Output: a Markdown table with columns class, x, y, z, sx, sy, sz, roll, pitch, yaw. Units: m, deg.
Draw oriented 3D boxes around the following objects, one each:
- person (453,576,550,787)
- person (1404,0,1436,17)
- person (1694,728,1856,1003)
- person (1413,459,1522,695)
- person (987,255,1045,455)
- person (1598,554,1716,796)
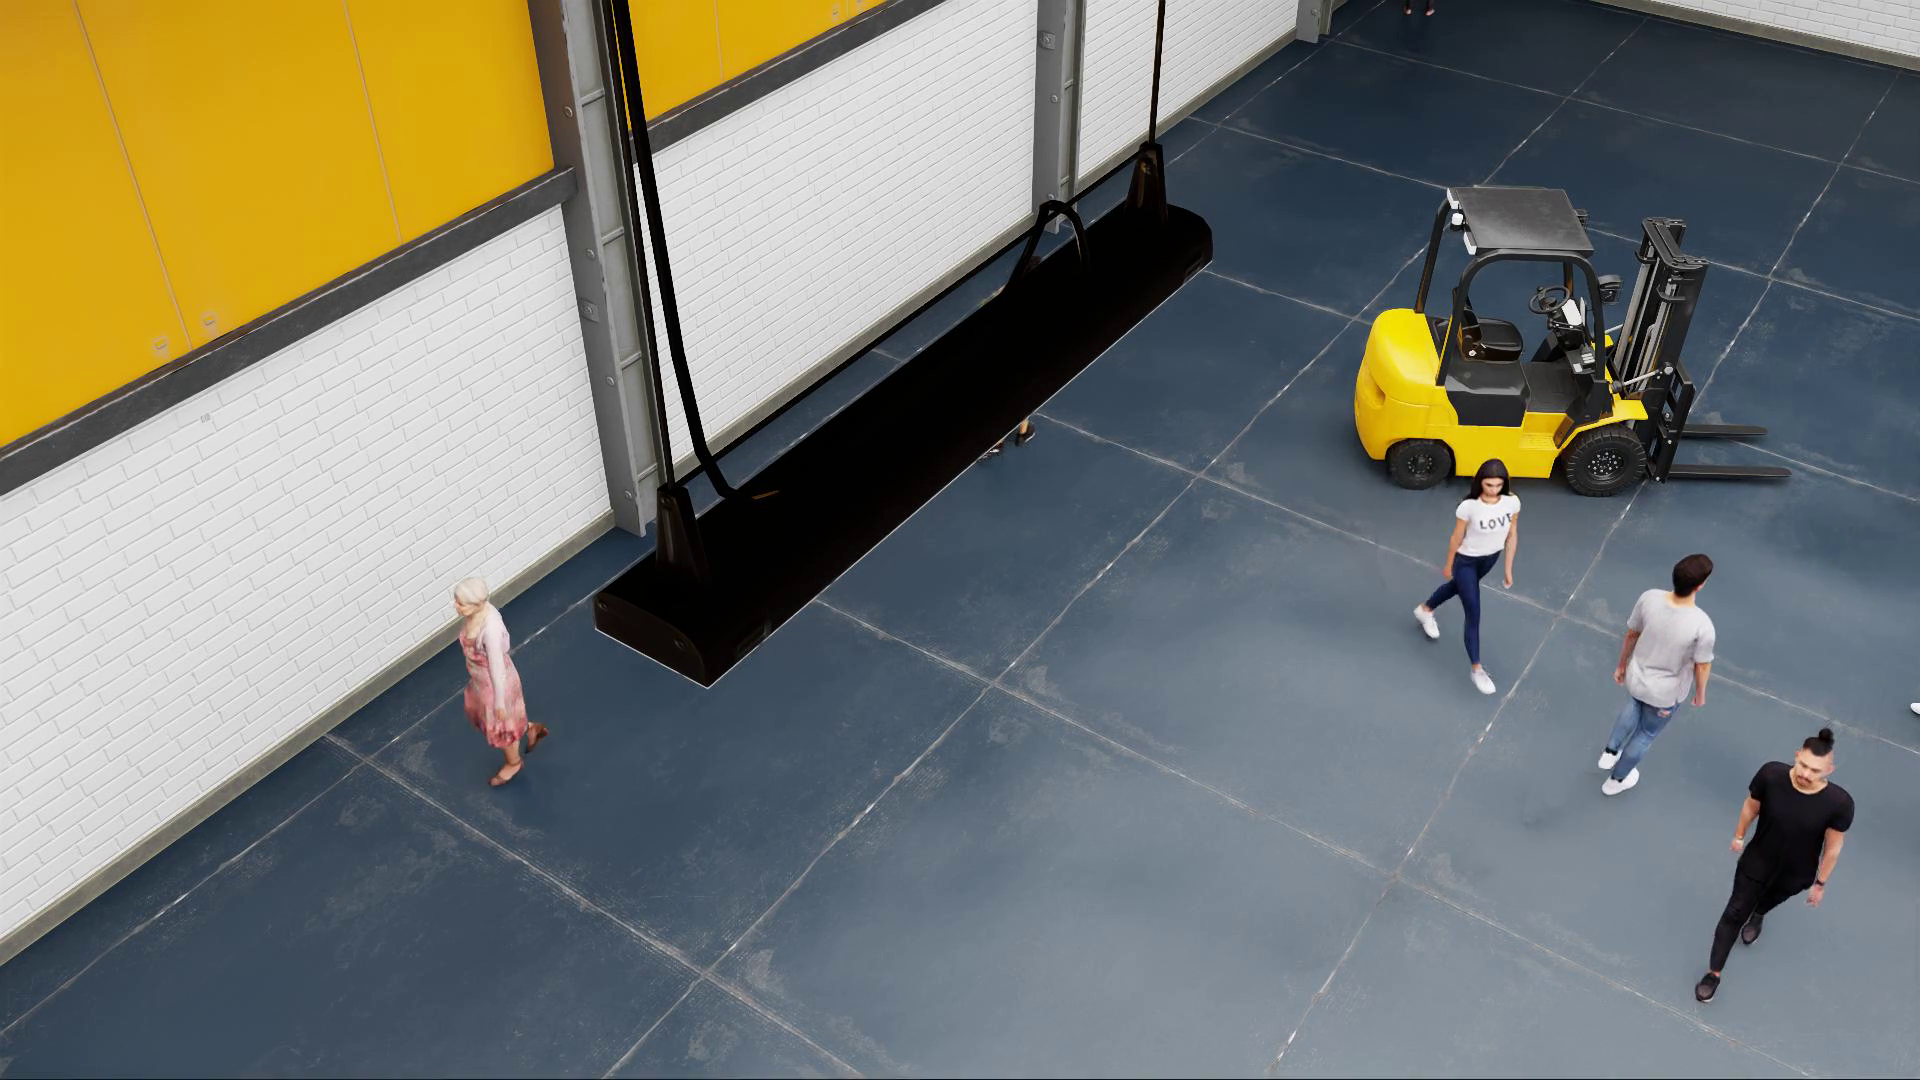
| class | x | y | z | sx | sy | sz | roll | pitch | yaw |
| --- | --- | --- | --- | --- | --- | --- | --- | --- | --- |
| person | -2.872 | 0.855 | 10.474 | 0.814 | 1.681 | 0.750 | -23 | 44 | -26 |
| person | 5.878 | -7.468 | 20.861 | 0.666 | 1.725 | 0.634 | 10 | 40 | 13 |
| person | 4.604 | 1.720 | 9.276 | 0.690 | 1.824 | 1.124 | 25 | 45 | 27 |
| person | 3.461 | 0.117 | 11.362 | 1.159 | 1.727 | 1.071 | -13 | 40 | -16 |
| person | 0.420 | -1.457 | 13.375 | 0.803 | 1.674 | 0.935 | -19 | 42 | -22 |
| person | 4.260 | 0.883 | 10.284 | 0.797 | 1.875 | 0.788 | -21 | 43 | -24 |
